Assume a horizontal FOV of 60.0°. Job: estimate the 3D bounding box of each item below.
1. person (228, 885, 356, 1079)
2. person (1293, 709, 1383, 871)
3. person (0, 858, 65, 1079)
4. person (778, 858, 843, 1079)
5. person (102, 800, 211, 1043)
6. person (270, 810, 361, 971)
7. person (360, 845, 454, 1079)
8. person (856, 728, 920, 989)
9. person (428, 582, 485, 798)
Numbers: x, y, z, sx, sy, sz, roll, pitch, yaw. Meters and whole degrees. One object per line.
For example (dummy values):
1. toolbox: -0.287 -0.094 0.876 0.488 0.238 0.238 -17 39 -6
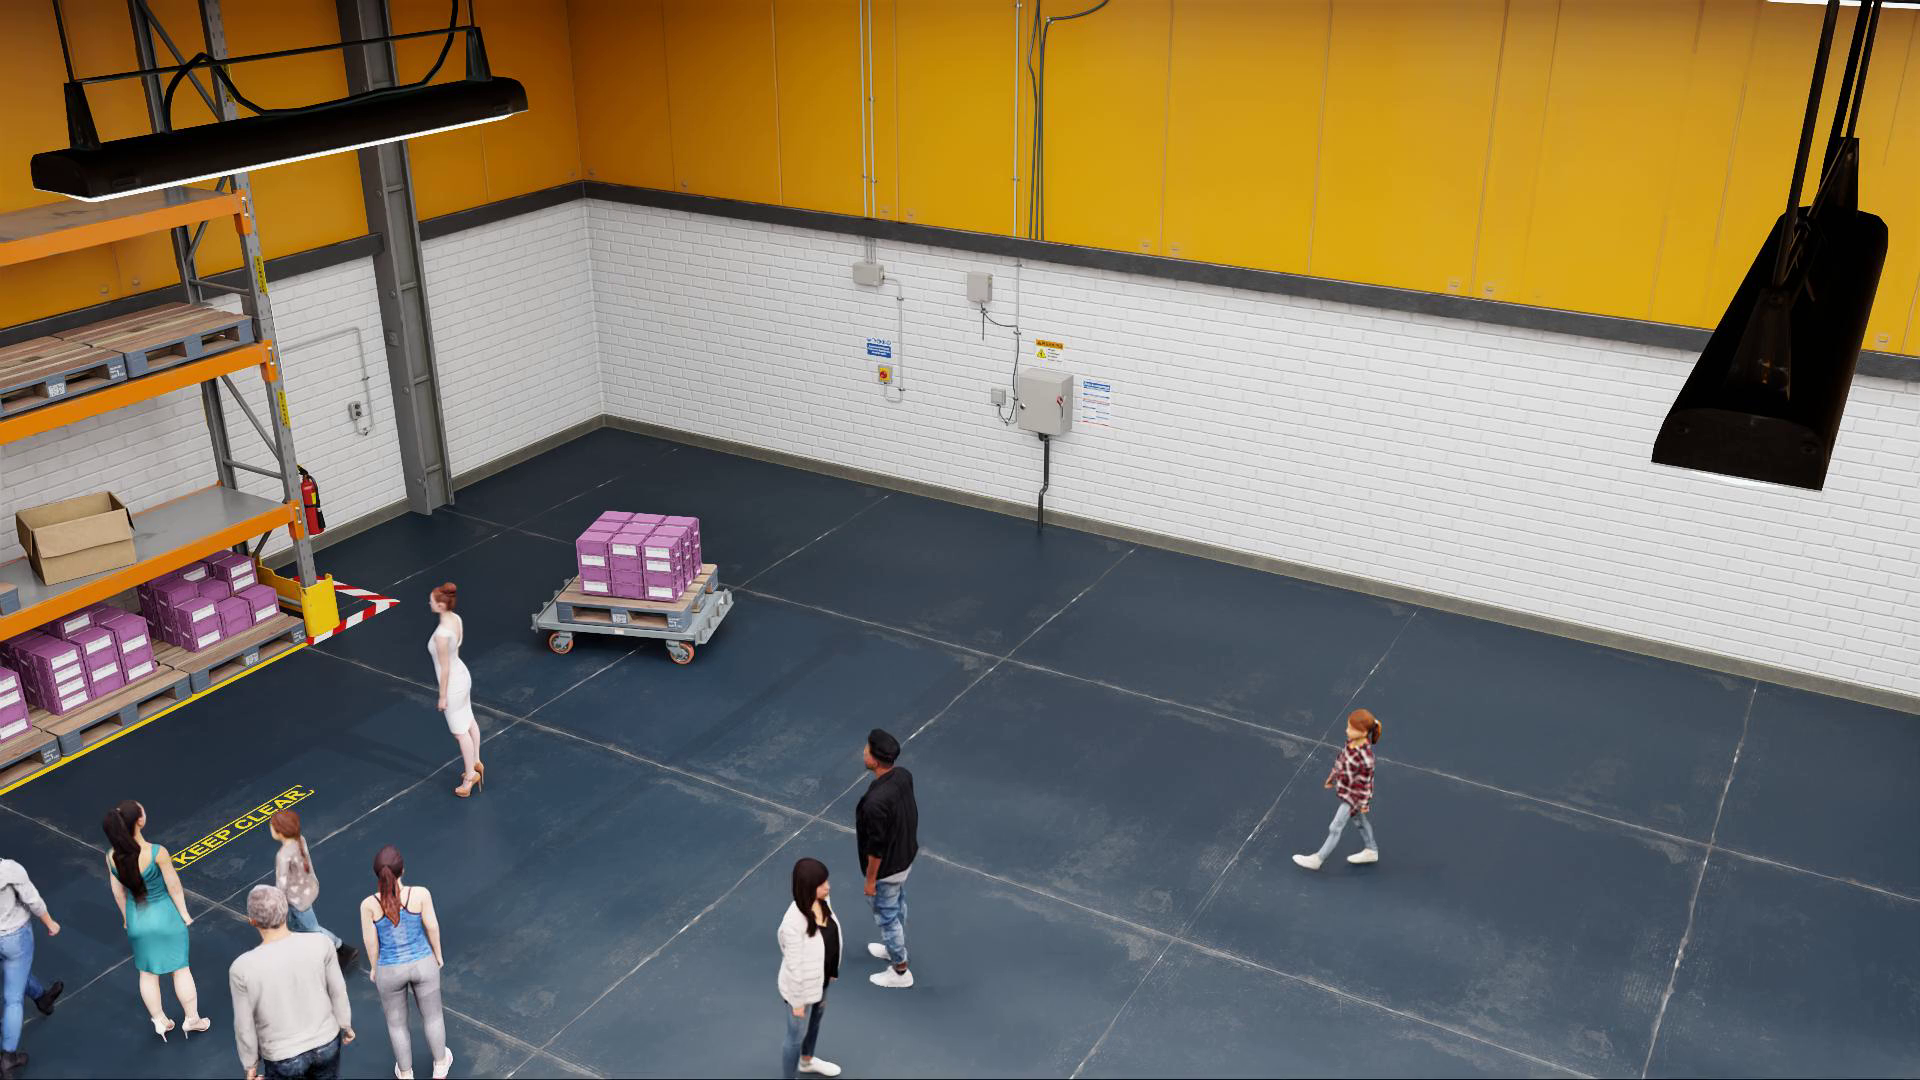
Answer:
1. person: -3.479 2.750 8.844 1.074 1.878 1.052 -15 28 -31
2. person: 2.854 1.786 11.809 0.871 1.270 0.899 -1 24 -2
3. person: -5.711 2.452 9.894 0.912 1.584 1.134 2 24 4
4. person: -0.895 2.532 9.652 0.710 1.631 0.531 10 25 21
5. person: -4.886 2.311 10.081 0.623 1.691 0.637 -1 24 -2
6. person: -4.226 2.292 10.768 0.788 1.177 0.822 -1 24 -2
7. person: -3.255 2.500 9.753 0.631 1.608 0.712 -9 25 -21
8. person: -0.437 2.011 10.594 0.802 1.830 0.647 8 25 19
9. person: -3.834 1.129 12.659 0.692 1.793 0.575 0 24 -1
